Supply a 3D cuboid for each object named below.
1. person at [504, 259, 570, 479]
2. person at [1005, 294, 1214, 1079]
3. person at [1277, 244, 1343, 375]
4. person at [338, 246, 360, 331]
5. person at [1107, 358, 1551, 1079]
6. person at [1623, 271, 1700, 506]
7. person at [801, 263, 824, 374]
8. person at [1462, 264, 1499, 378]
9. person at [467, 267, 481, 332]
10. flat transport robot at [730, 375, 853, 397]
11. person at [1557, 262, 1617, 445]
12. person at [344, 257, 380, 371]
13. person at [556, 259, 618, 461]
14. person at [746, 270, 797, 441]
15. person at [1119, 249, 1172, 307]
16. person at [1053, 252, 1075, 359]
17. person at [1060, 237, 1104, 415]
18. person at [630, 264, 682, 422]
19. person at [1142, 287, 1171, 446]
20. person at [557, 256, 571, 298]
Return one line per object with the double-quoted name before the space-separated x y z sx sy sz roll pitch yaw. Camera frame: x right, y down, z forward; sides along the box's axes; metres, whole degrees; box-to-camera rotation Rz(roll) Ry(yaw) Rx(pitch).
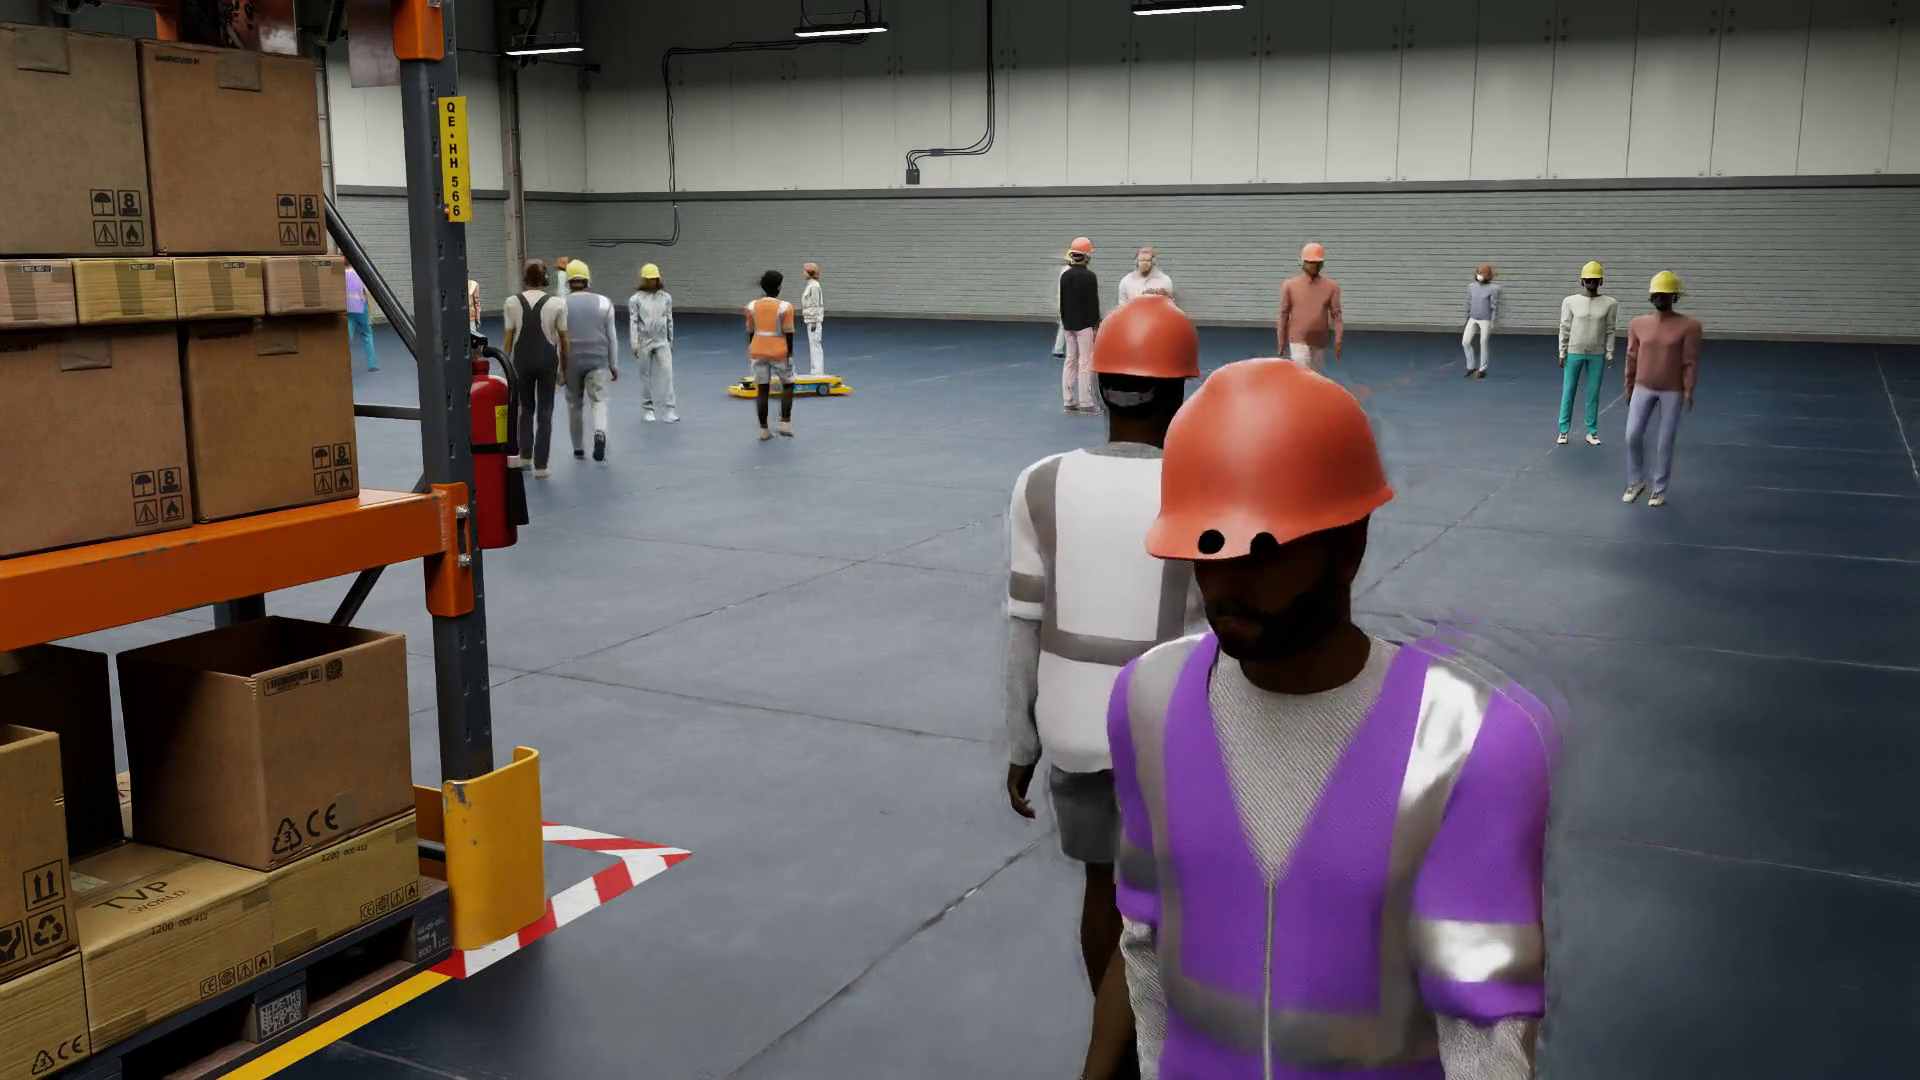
"person" -3.538 -1.435 13.967 0.524 1.819 0.638 0 10 -2
"person" 0.333 0.435 3.573 0.555 1.908 0.900 5 11 24
"person" 3.589 -2.060 17.075 0.633 1.942 1.062 0 10 -2
"person" -12.959 -5.309 35.061 0.806 1.831 0.554 -7 12 -32
"person" 0.375 0.740 1.928 0.556 1.880 0.969 6 12 30
"person" 5.216 -1.117 12.401 0.522 1.754 0.441 7 12 32
"person" -2.052 -3.034 23.185 0.310 1.638 0.523 -2 11 -12
"person" 7.328 -3.085 23.495 0.469 1.614 0.536 -9 14 -41
"person" -7.134 -3.157 23.858 0.514 1.639 0.310 -4 11 -21
"flat transport robot" -2.142 -1.965 21.091 1.431 0.197 0.652 -4 11 -22
"person" 6.073 -1.803 16.121 0.523 1.769 0.315 2 11 10
"person" -8.904 -3.337 24.451 0.590 1.791 0.959 0 10 2
"person" -3.347 -1.586 14.823 0.600 1.813 0.751 -3 11 -16
"person" -1.850 -1.826 16.495 0.537 1.681 0.499 3 11 15
"person" 2.197 -2.499 19.682 0.640 1.855 0.999 0 10 2
"person" 1.929 -3.821 27.040 0.883 1.787 0.609 1 10 4
"person" 1.371 -2.413 18.818 0.375 1.998 0.611 -8 13 -36
"person" -3.284 -2.103 17.912 0.502 1.700 0.857 -5 12 -27
"person" 1.490 -1.113 12.722 0.363 1.624 0.539 4 11 21
"person" -7.538 -4.568 31.581 0.528 1.620 0.511 0 10 -2
